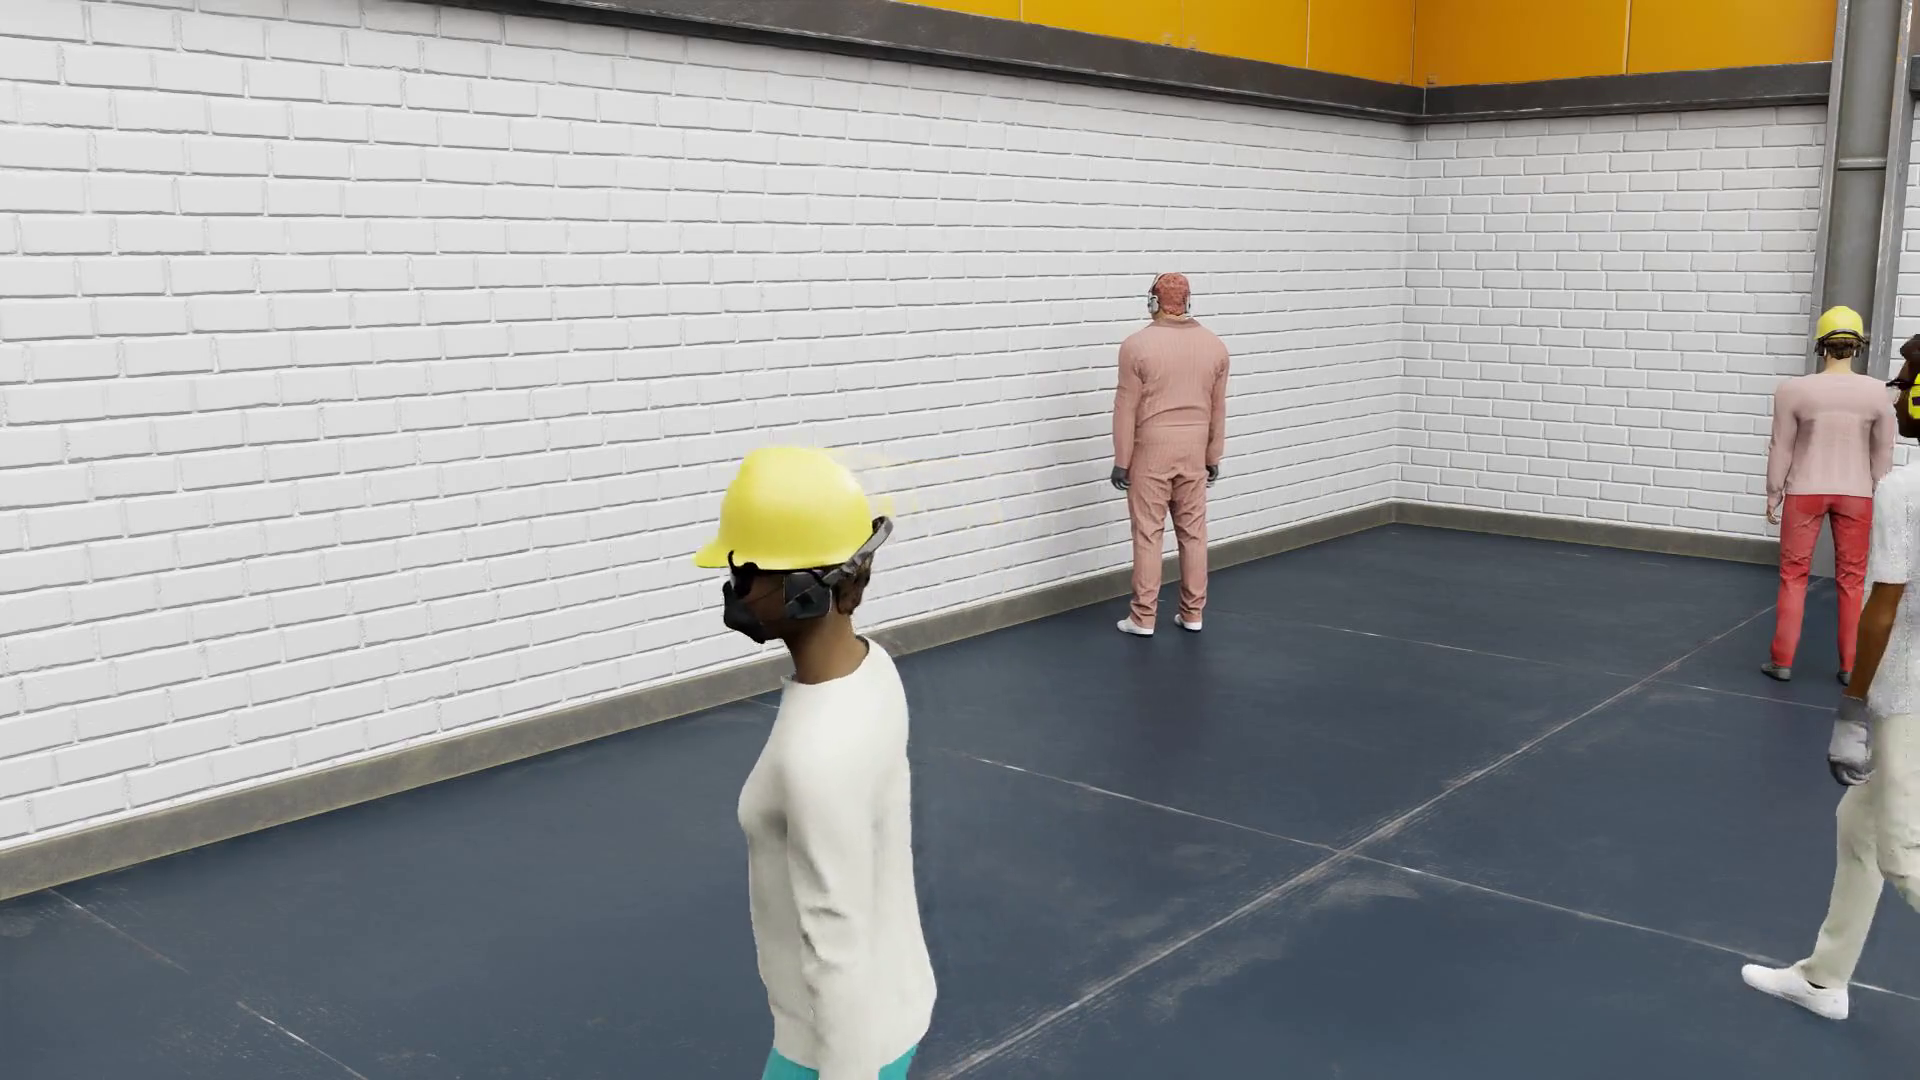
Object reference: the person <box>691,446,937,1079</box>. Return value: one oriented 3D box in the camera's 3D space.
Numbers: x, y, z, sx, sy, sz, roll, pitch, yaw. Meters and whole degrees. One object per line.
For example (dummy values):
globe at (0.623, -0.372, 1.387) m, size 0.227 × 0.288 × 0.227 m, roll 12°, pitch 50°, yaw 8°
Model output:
person at (-0.097, 0.719, 2.515) m, size 0.658 × 1.744 × 0.523 m, roll 1°, pitch 10°, yaw 6°

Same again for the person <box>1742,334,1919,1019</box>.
person at (2.387, 0.404, 4.065) m, size 0.527 × 1.841 × 0.864 m, roll -6°, pitch 12°, yaw -30°

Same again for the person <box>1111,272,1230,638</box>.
person at (1.080, -0.443, 8.714) m, size 0.637 × 1.900 × 0.403 m, roll -4°, pitch 11°, yaw -23°

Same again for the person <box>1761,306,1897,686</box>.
person at (4.034, -0.201, 7.746) m, size 0.521 × 1.758 × 0.349 m, roll 3°, pitch 11°, yaw 19°
